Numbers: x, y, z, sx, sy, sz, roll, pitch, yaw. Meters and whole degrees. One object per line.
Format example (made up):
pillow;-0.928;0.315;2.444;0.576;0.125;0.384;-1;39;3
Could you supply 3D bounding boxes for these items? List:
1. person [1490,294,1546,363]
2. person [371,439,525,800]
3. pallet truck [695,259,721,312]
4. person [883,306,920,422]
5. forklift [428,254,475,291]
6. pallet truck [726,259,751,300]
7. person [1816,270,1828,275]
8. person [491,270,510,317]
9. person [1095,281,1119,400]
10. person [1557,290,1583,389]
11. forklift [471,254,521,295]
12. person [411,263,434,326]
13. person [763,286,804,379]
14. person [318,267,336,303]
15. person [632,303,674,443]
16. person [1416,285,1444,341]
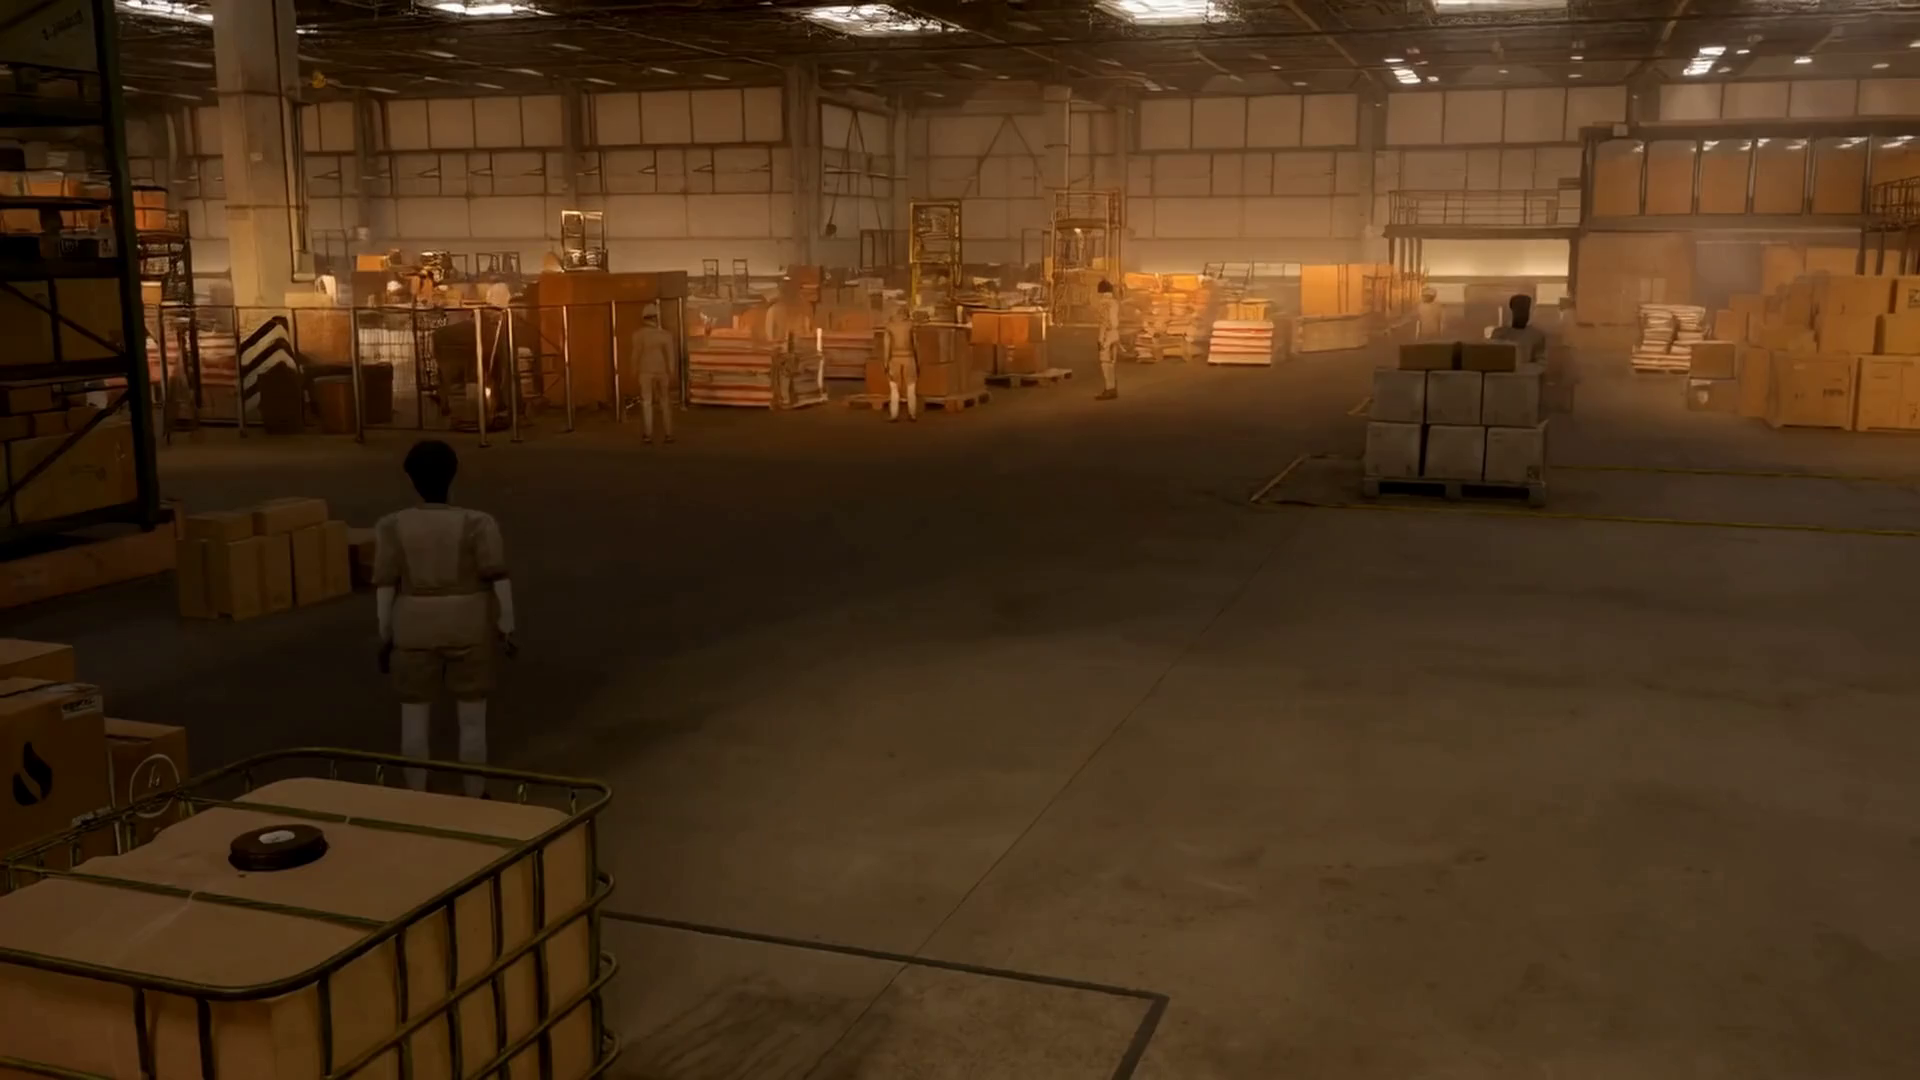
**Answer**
person;6.065;-1.691;18.166;0.607;1.966;0.367;2;10;9
person;-2.177;0.422;7.070;0.615;1.686;0.386;-1;10;-3
pallet truck;-9.165;-9.627;62.776;0.823;1.965;1.885;4;11;23
person;-0.830;-2.497;23.635;0.517;1.636;0.314;0;10;-3
forklift;-20.133;-10.254;65.465;1.157;1.987;2.680;3;11;19
pallet truck;-7.986;-9.493;62.019;0.823;1.965;1.885;3;11;17
person;18.771;-4.915;36.307;0.439;1.991;0.641;-9;14;-42
person;-10.769;-5.388;39.122;0.723;1.921;0.554;7;12;33
person;2.371;-3.232;26.977;0.397;1.928;0.541;5;11;26
person;10.327;-3.378;28.316;0.478;1.727;0.502;9;13;41
forklift;-17.990;-10.121;64.684;1.157;1.987;2.680;3;11;17
person;-13.830;-6.093;42.744;0.612;2.043;0.374;2;10;11
person;-3.083;-3.430;28.393;0.714;1.812;0.597;4;11;20
person;-17.665;-6.662;46.376;0.396;1.898;0.642;4;11;19
person;-3.903;-2.118;21.135;0.528;1.767;0.329;-4;11;-19
person;7.789;-3.341;27.865;0.546;1.821;0.920;9;13;41
